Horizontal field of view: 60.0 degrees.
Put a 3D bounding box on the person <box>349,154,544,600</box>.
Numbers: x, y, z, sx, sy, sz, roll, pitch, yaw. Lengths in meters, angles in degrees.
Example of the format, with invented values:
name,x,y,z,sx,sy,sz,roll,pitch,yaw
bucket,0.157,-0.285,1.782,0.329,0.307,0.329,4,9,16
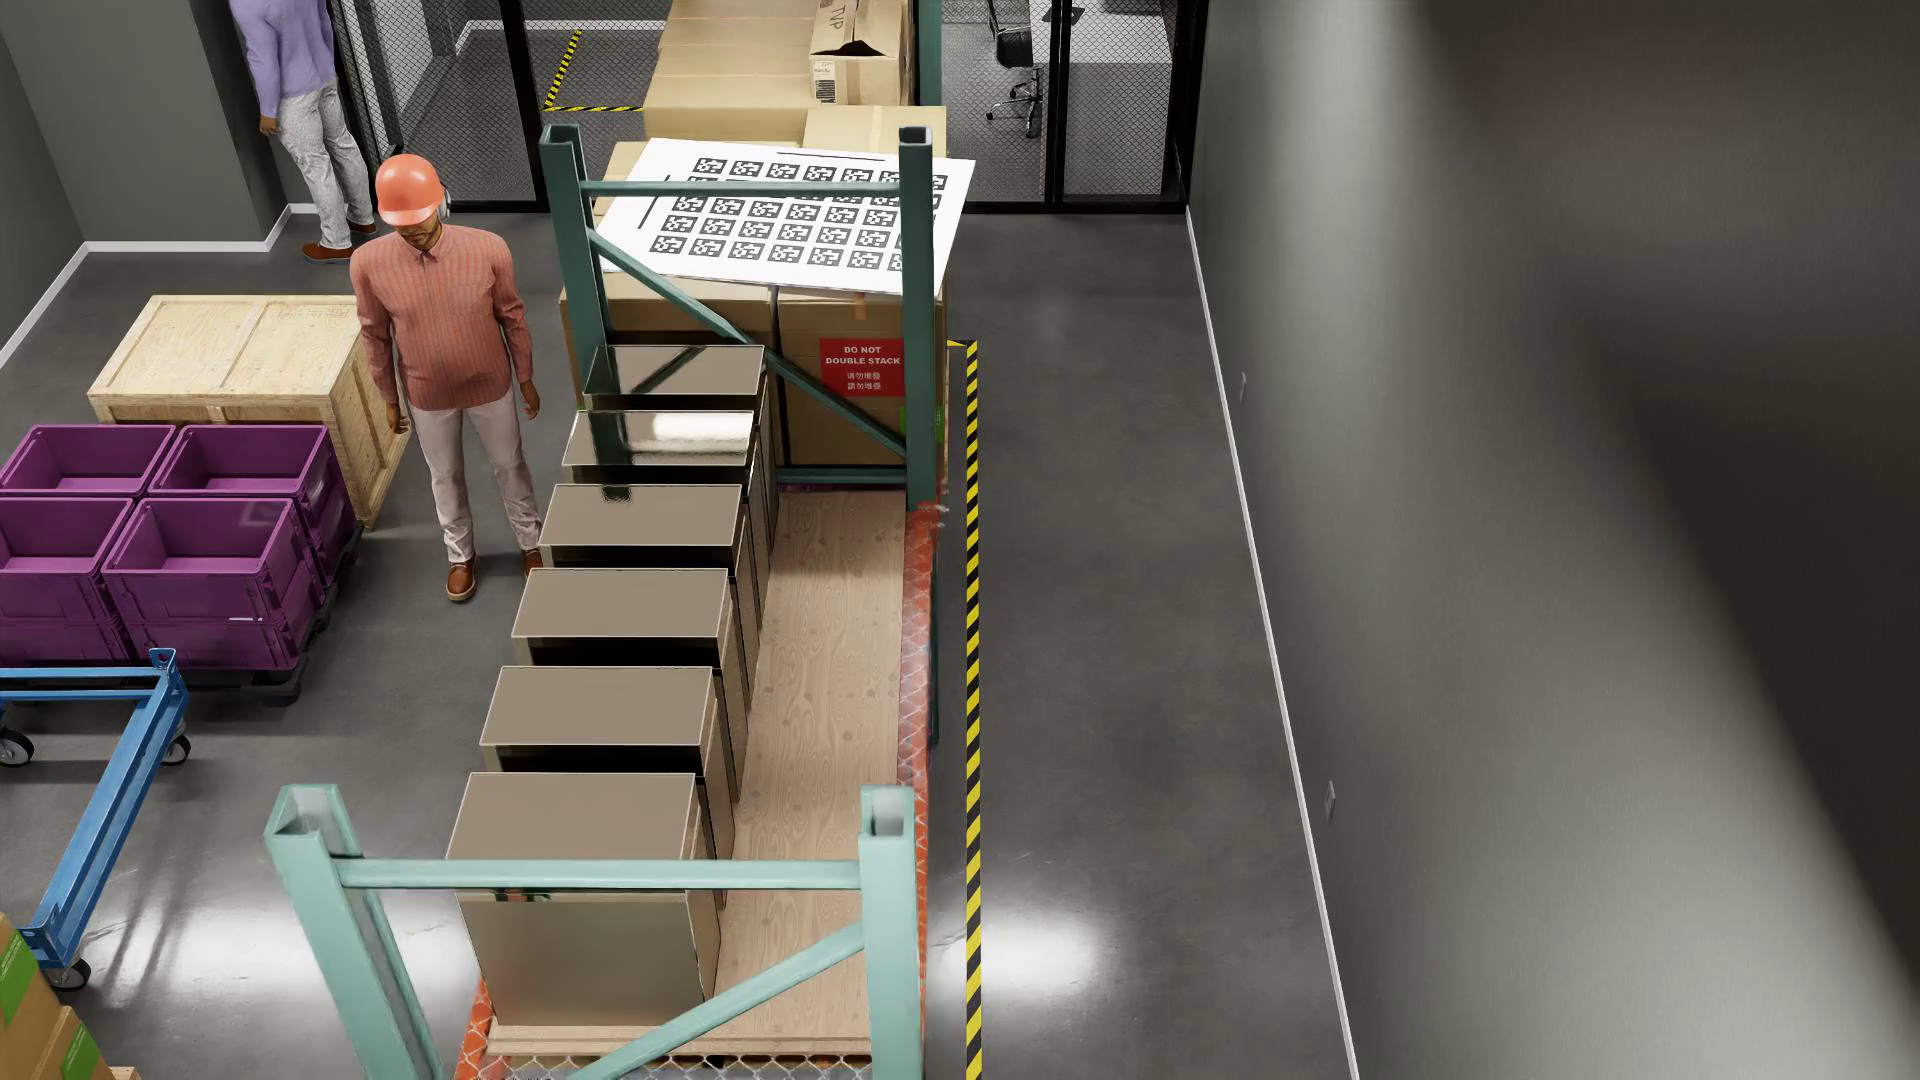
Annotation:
name,x,y,z,sx,sy,sz,roll,pitch,yaw
person,-1.977,-0.613,6.544,0.622,1.993,0.382,-10,42,-11

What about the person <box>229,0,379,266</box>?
name,x,y,z,sx,sy,sz,roll,pitch,yaw
person,-3.403,-2.333,8.555,0.371,1.938,0.627,11,42,13
